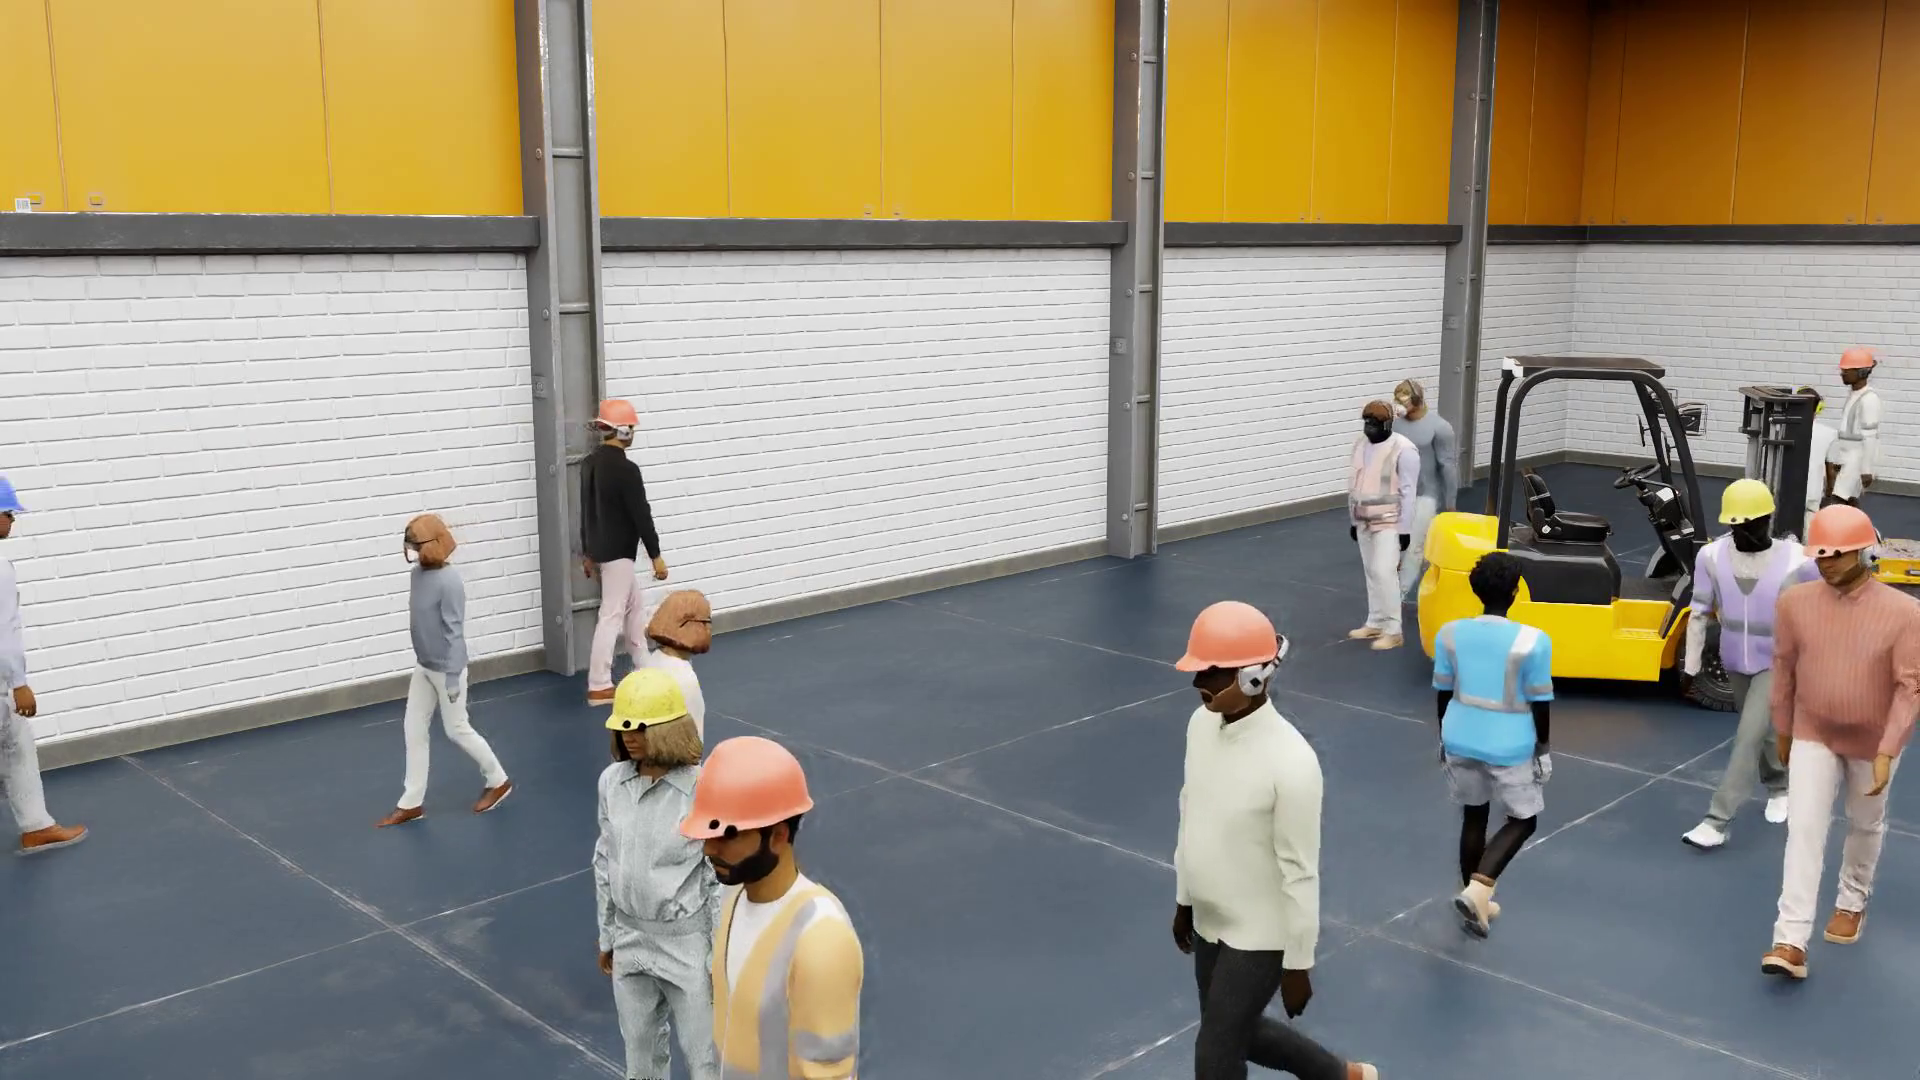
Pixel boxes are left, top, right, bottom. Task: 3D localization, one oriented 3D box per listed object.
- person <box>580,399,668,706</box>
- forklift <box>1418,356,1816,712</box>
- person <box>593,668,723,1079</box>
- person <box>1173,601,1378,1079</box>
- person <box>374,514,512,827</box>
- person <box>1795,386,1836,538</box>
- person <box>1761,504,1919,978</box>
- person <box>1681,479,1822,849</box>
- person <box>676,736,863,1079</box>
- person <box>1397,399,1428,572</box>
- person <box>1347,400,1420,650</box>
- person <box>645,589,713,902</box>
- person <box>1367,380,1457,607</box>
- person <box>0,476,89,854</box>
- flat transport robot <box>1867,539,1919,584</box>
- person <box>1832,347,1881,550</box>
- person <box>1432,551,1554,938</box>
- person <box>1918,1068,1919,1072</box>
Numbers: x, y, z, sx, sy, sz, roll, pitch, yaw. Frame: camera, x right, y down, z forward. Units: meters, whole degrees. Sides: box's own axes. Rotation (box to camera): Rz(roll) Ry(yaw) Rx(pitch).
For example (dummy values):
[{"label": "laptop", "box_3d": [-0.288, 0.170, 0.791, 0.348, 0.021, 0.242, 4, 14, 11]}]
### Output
[{"label": "person", "box_3d": [-2.111, 0.067, 10.808, 0.869, 1.964, 0.621, -8, 13, -37]}, {"label": "forklift", "box_3d": [4.276, -0.101, 11.076, 2.313, 2.155, 1.214, 2, 11, 13]}, {"label": "person", "box_3d": [-0.902, 1.232, 5.036, 0.489, 1.743, 0.323, 5, 12, 26]}, {"label": "person", "box_3d": [0.930, 1.127, 5.028, 0.838, 1.962, 0.617, -4, 11, -21]}, {"label": "person", "box_3d": [-2.659, 0.666, 8.552, 0.711, 1.619, 0.518, -10, 14, -42]}, {"label": "person", "box_3d": [6.725, -0.313, 13.301, 0.541, 1.812, 0.927, 1, 10, 5]}, {"label": "person", "box_3d": [3.596, 0.814, 6.814, 0.598, 1.926, 1.042, 9, 14, 40]}, {"label": "person", "box_3d": [3.971, 0.591, 8.301, 1.077, 1.846, 0.592, -8, 13, -38]}, {"label": "person", "box_3d": [-0.360, 1.368, 3.810, 0.587, 1.923, 0.574, -7, 12, -32]}, {"label": "person", "box_3d": [4.024, -0.523, 14.906, 0.280, 1.634, 0.499, 9, 14, 41]}, {"label": "person", "box_3d": [3.078, -0.118, 12.199, 0.432, 1.824, 0.641, -6, 12, -29]}, {"label": "person", "box_3d": [-1.106, 0.989, 6.685, 0.511, 1.608, 0.516, -5, 12, -26]}, {"label": "person", "box_3d": [3.511, -0.305, 13.039, 1.024, 1.878, 0.646, -7, 13, -35]}, {"label": "person", "box_3d": [-4.691, 0.648, 7.803, 0.590, 1.907, 0.919, 10, 14, 44]}, {"label": "flat transport robot", "box_3d": [8.360, 0.169, 14.849, 0.652, 0.197, 1.431, 3, 11, 16]}, {"label": "person", "box_3d": [7.928, -0.702, 14.810, 0.429, 2.028, 0.628, 3, 11, 18]}, {"label": "person", "box_3d": [2.218, 0.891, 7.071, 0.502, 1.673, 0.545, -10, 14, -43]}, {"label": "person", "box_3d": [1.871, 1.642, 3.102, 0.388, 1.625, 0.537, -10, 14, -42]}]
